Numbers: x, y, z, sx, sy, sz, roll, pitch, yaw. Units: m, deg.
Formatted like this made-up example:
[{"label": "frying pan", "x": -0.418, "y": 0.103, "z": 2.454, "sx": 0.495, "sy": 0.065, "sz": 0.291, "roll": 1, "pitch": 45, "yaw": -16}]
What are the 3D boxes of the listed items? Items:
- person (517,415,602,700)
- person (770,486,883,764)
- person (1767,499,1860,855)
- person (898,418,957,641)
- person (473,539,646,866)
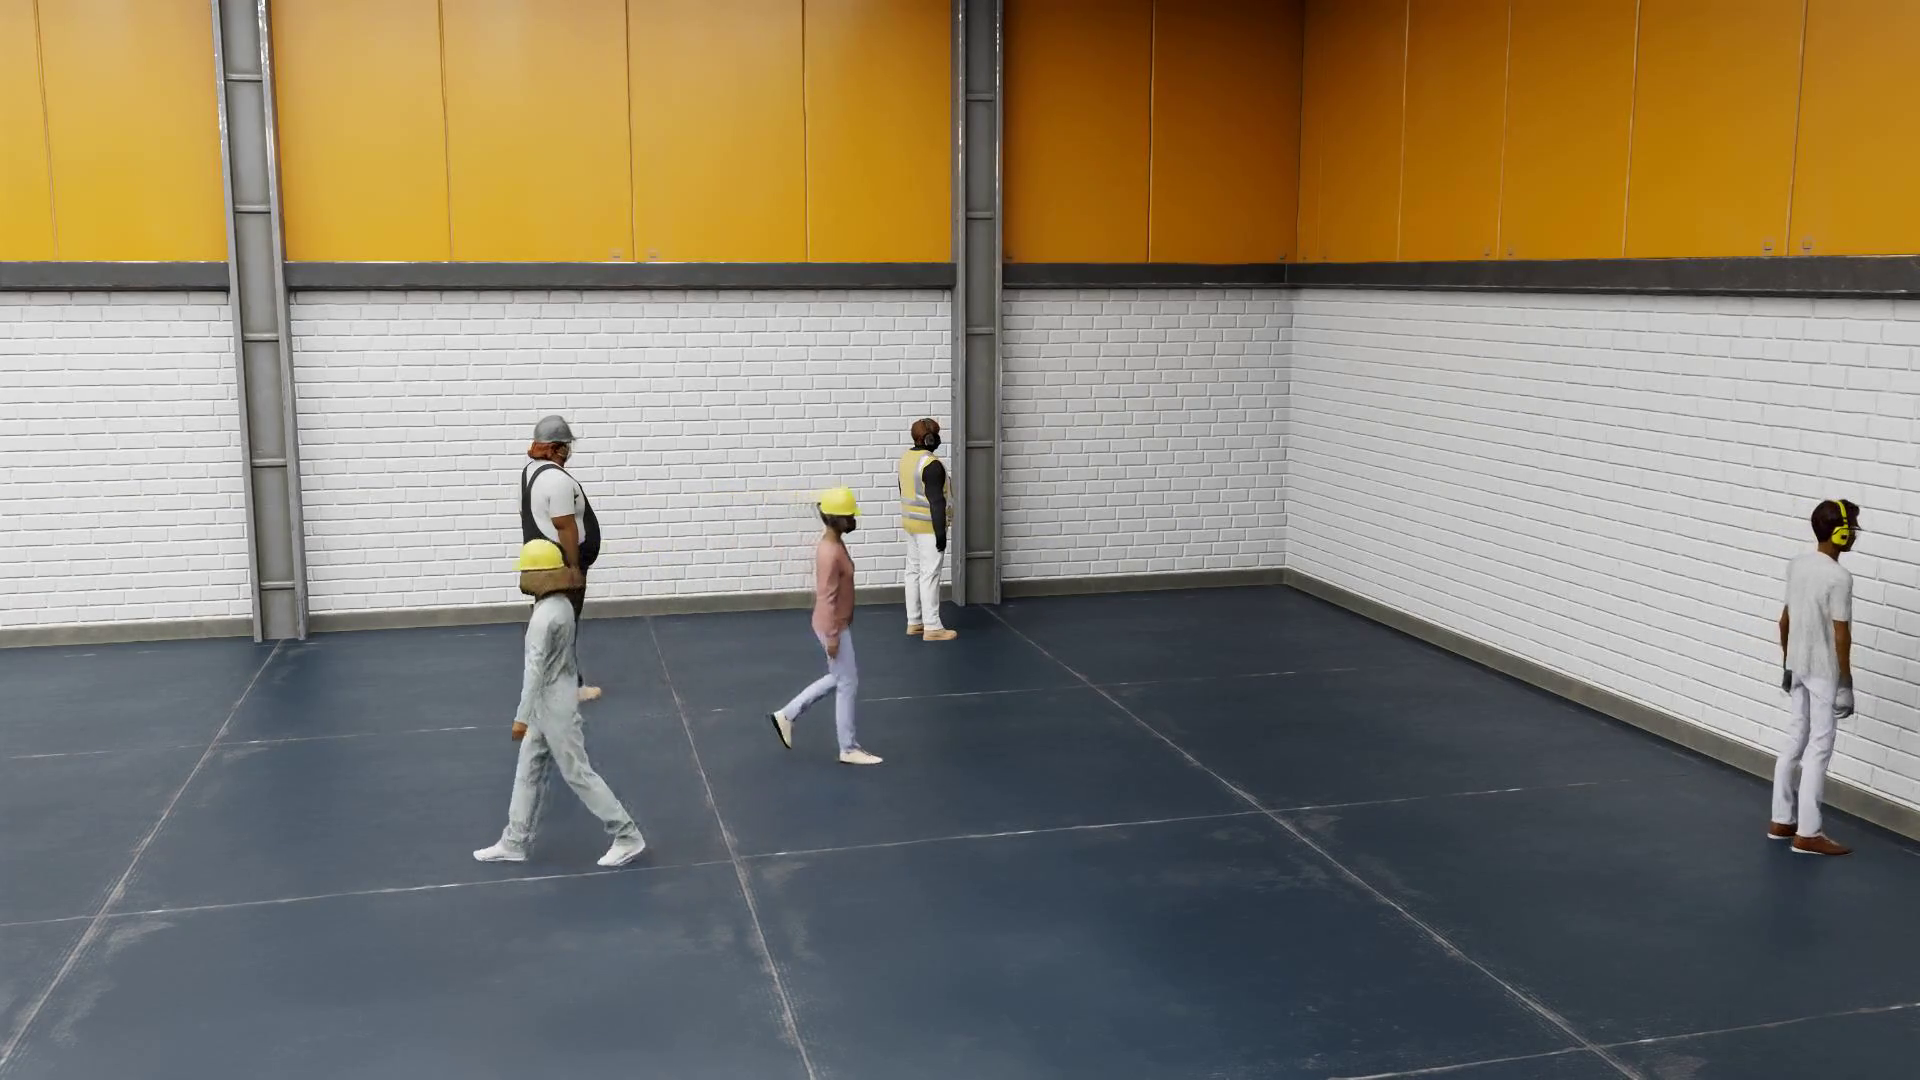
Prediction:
[{"label": "person", "x": -2.842, "y": 0.118, "z": 11.904, "sx": 0.538, "sy": 2.000, "sz": 0.684, "roll": -7, "pitch": 11, "yaw": -37}, {"label": "person", "x": -0.828, "y": 0.529, "z": 10.253, "sx": 0.626, "sy": 1.745, "sz": 0.532, "roll": 0, "pitch": 9, "yaw": -2}, {"label": "person", "x": 4.516, "y": 0.712, "z": 8.746, "sx": 0.308, "sy": 1.866, "sz": 0.532, "roll": -1, "pitch": 9, "yaw": -6}, {"label": "person", "x": -0.269, "y": -0.092, "z": 13.829, "sx": 0.429, "sy": 1.847, "sz": 0.625, "roll": -5, "pitch": 10, "yaw": -28}, {"label": "person", "x": -2.045, "y": 0.836, "z": 8.474, "sx": 0.879, "sy": 1.702, "sz": 0.500, "roll": -1, "pitch": 9, "yaw": -6}]
